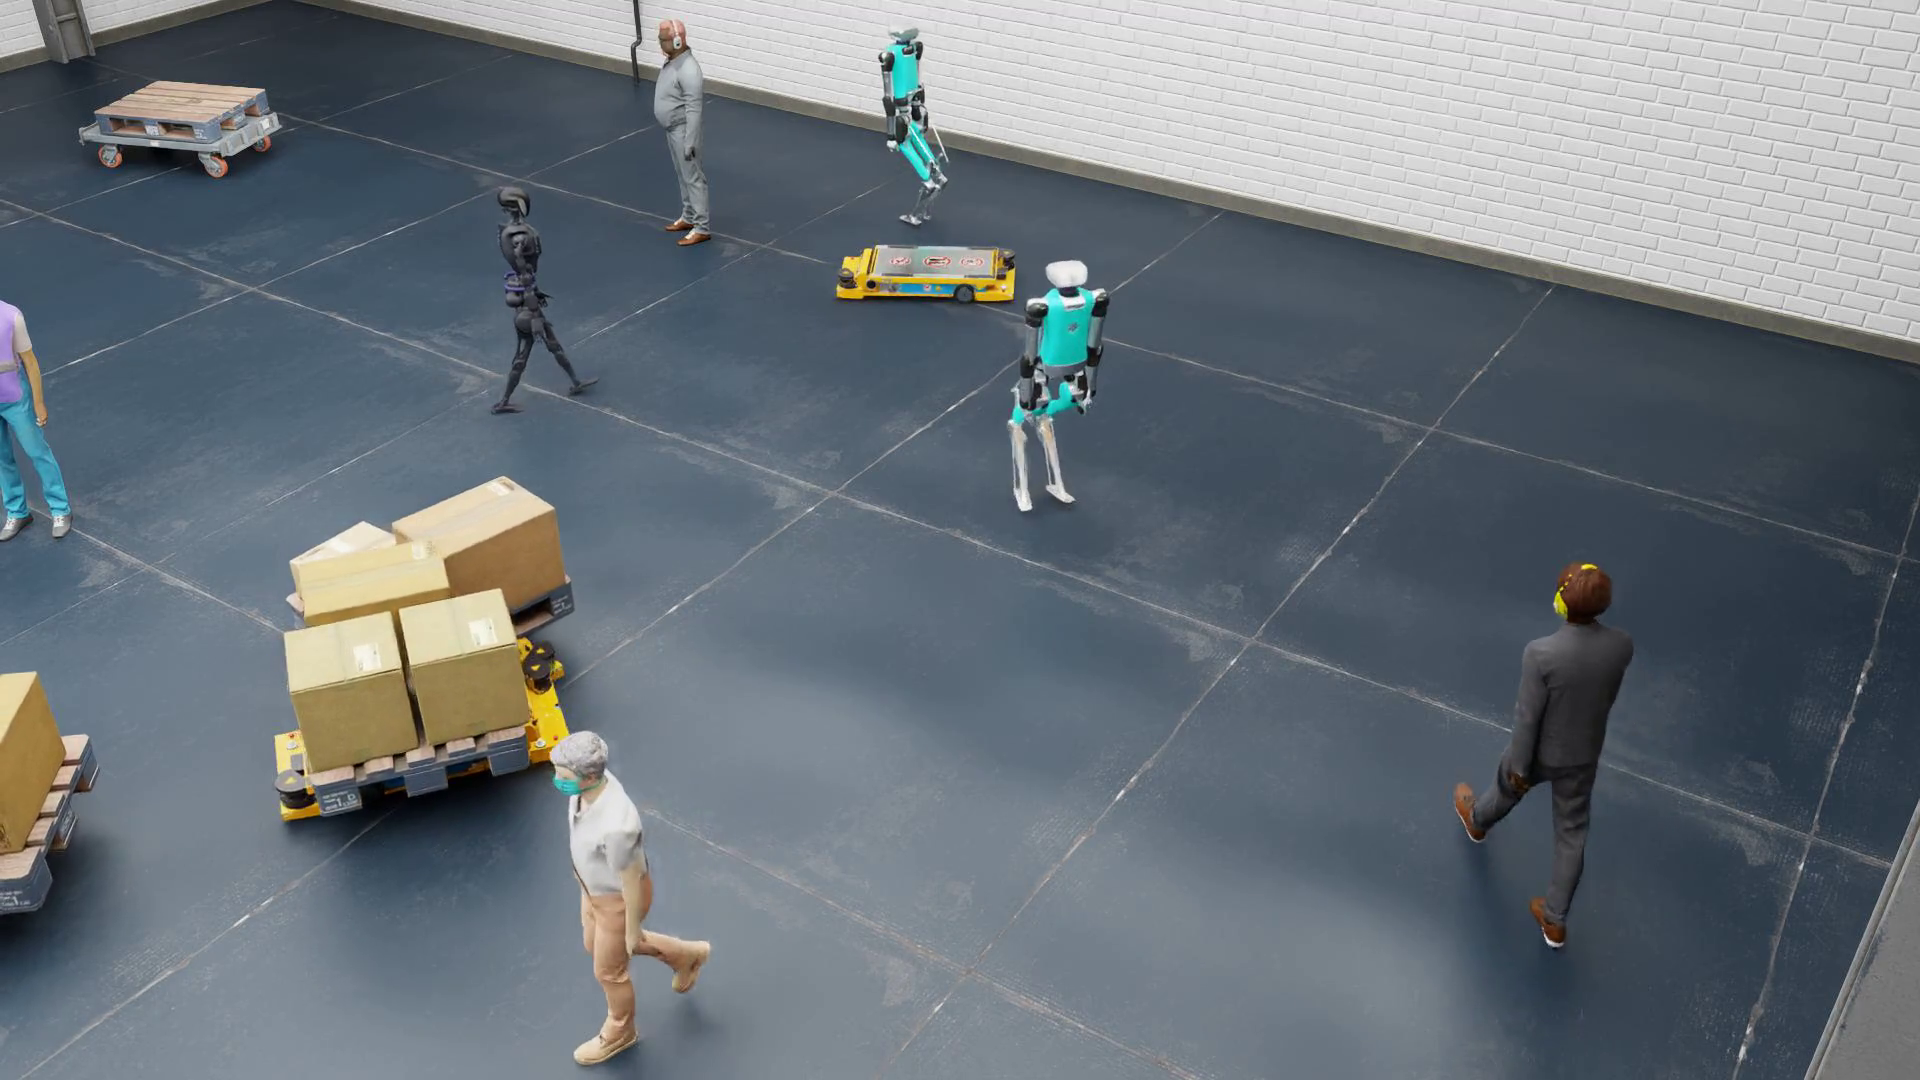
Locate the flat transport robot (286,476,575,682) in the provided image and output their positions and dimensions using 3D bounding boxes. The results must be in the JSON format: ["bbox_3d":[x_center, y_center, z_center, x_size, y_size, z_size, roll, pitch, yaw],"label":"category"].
[{"bbox_3d":[-2.930,0.550,9.401,1.431,0.231,0.659,27,42,36],"label":"flat transport robot"}]

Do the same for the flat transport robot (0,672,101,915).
[{"bbox_3d":[-4.793,1.547,7.849,0.659,0.231,1.431,-5,33,-7],"label":"flat transport robot"}]

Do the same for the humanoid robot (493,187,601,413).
[{"bbox_3d":[-2.978,-1.677,11.599,0.789,1.622,0.600,-8,34,-12],"label":"humanoid robot"}]

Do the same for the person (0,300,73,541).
[{"bbox_3d":[-5.847,-0.859,10.130,0.564,1.849,0.390,-3,33,-4],"label":"person"}]

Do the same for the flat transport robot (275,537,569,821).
[{"bbox_3d":[-2.801,1.027,8.658,1.431,0.231,0.659,-12,35,-18],"label":"flat transport robot"}]

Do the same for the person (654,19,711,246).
[{"bbox_3d":[-2.372,-3.464,14.134,0.413,1.908,0.638,-13,35,-20],"label":"person"}]

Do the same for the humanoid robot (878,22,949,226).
[{"bbox_3d":[-0.324,-3.532,14.371,0.673,1.772,0.535,19,38,27],"label":"humanoid robot"}]

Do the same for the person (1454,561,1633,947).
[{"bbox_3d":[2.653,0.867,7.472,0.501,1.822,0.991,-1,33,-2],"label":"person"}]

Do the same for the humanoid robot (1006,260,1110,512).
[{"bbox_3d":[0.544,-1.007,10.396,0.536,1.719,0.733,-12,35,-18],"label":"humanoid robot"}]

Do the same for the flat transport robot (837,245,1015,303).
[{"bbox_3d":[-0.268,-2.185,13.657,1.431,0.231,0.659,1,33,2],"label":"flat transport robot"}]

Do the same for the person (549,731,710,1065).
[{"bbox_3d":[-1.353,1.402,6.726,0.583,1.727,0.481,-18,37,-26],"label":"person"}]
